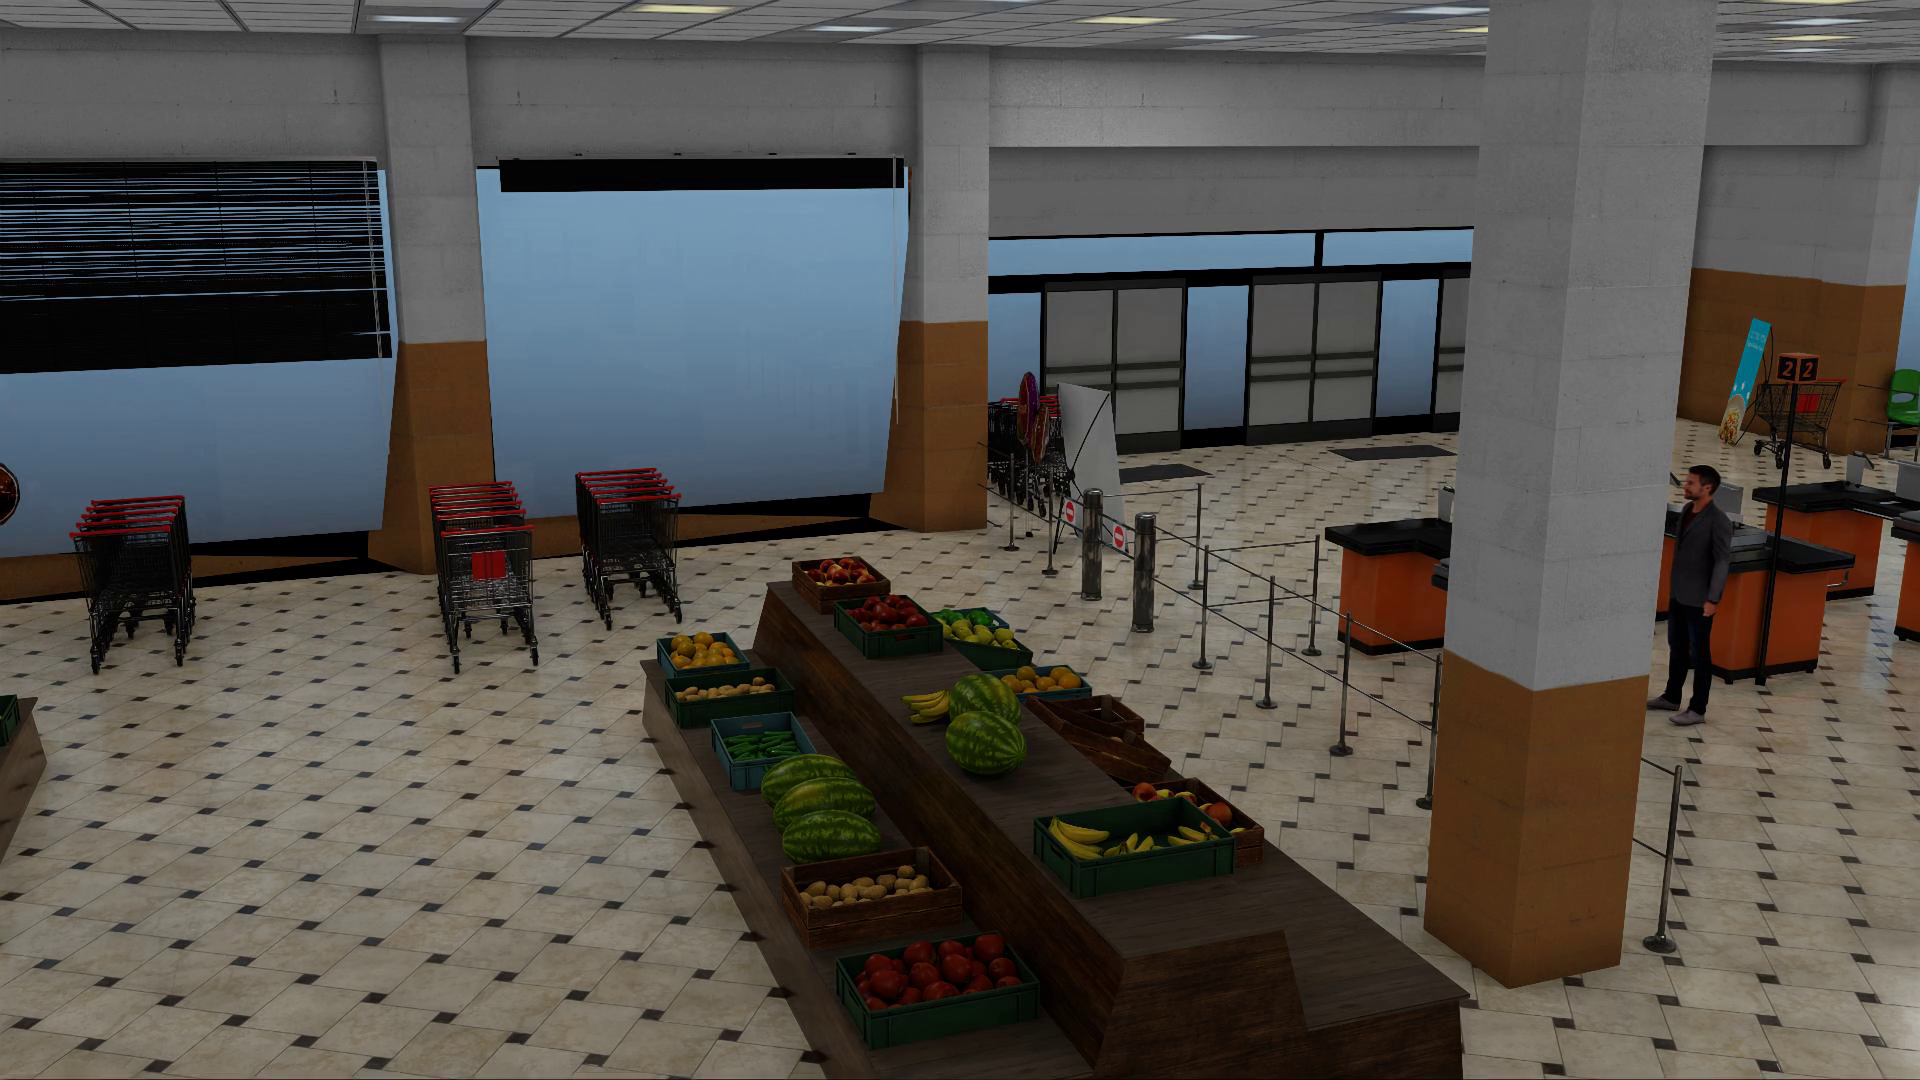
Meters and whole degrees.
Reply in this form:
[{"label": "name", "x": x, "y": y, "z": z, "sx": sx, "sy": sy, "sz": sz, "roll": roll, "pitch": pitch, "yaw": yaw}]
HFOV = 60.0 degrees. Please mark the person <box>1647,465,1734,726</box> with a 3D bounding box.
[{"label": "person", "x": 5.236, "y": 0.376, "z": 11.870, "sx": 0.786, "sy": 1.873, "sz": 0.612, "roll": -2, "pitch": 14, "yaw": -9}]
